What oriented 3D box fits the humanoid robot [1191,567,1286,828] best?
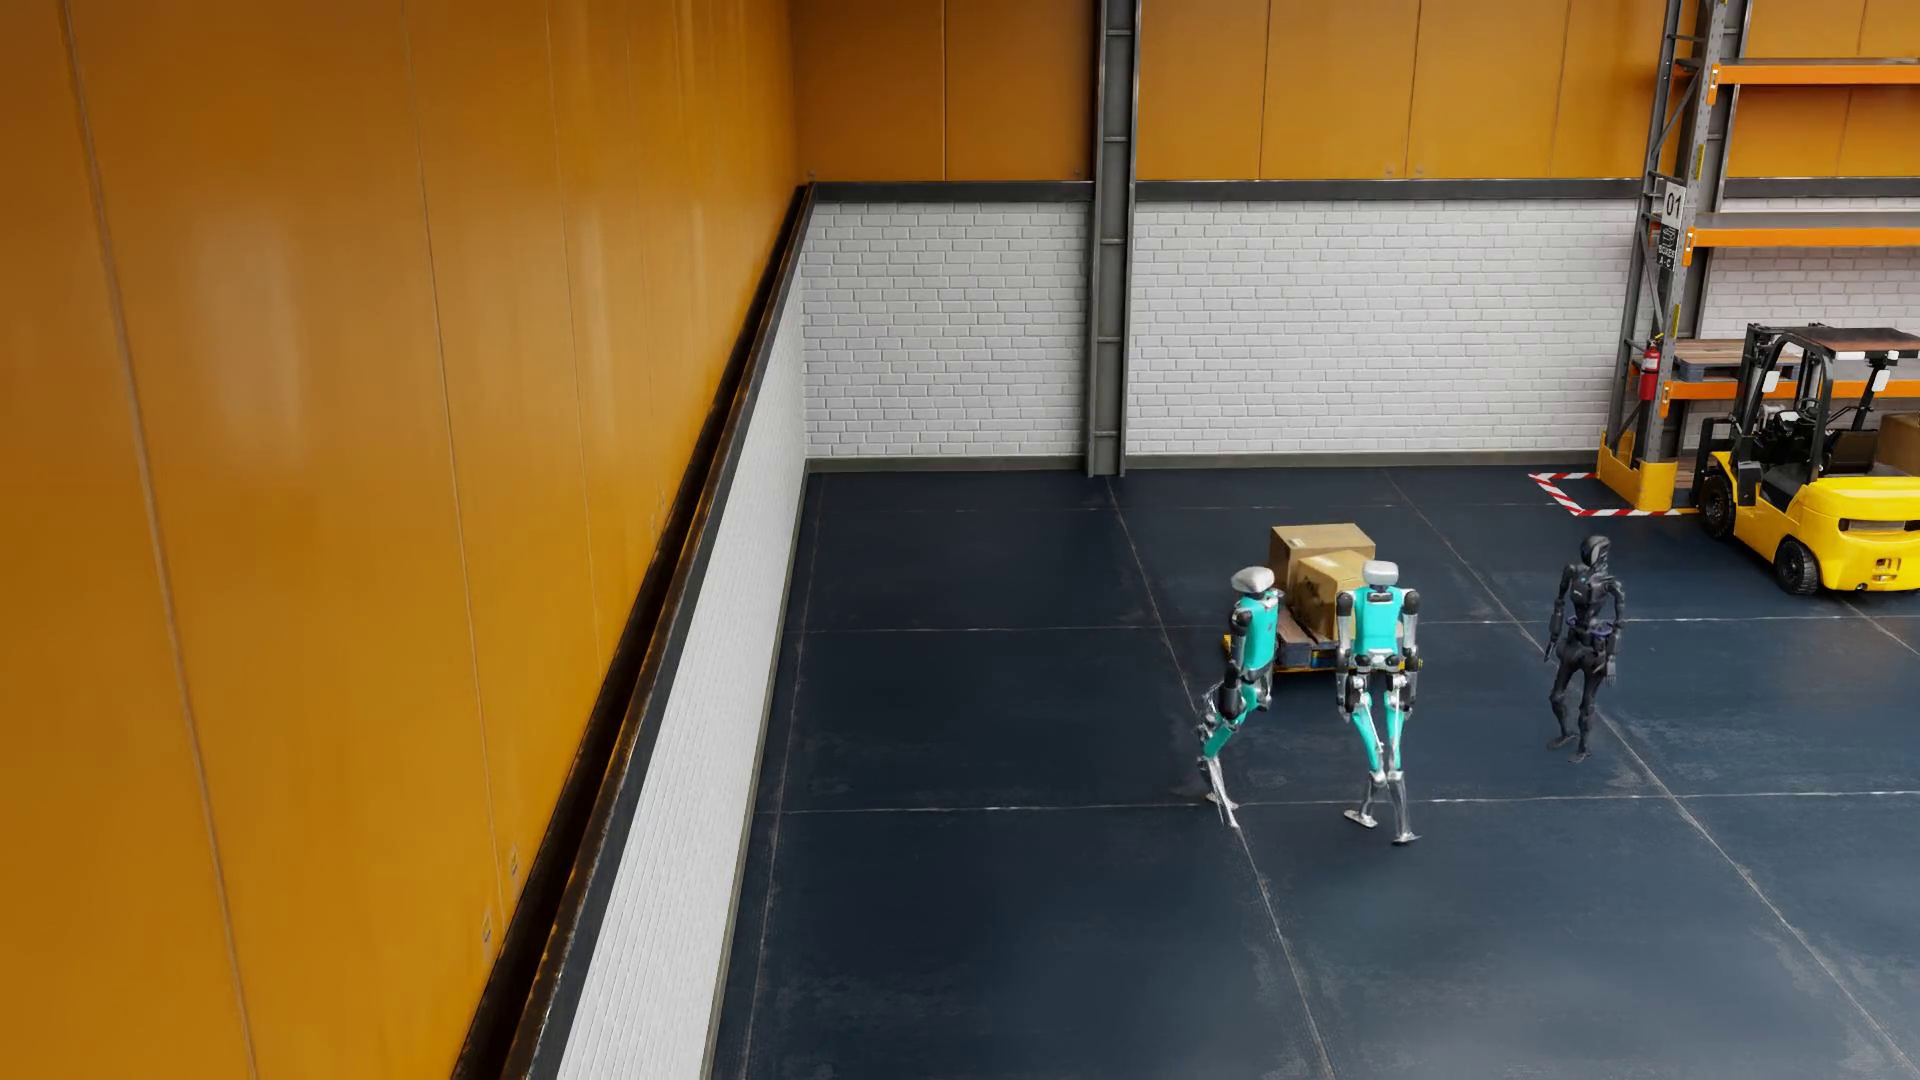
[{"bbox_3d":[1.713,0.988,10.763,0.674,1.795,0.553,16,26,37],"label":"humanoid robot"}]

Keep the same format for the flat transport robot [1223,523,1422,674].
[{"bbox_3d":[2.878,0.846,13.259,1.431,0.231,0.659,-3,20,-7],"label":"flat transport robot"}]

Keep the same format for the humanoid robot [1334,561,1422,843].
[{"bbox_3d":[2.676,1.087,10.484,0.585,1.768,0.879,1,20,2],"label":"humanoid robot"}]

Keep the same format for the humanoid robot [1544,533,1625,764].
[{"bbox_3d":[4.331,0.747,11.502,0.326,1.651,0.600,-12,23,-30],"label":"humanoid robot"}]

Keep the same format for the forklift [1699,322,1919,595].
[{"bbox_3d":[7.809,-0.792,14.926,1.214,2.155,2.313,-1,20,-2],"label":"forklift"}]
